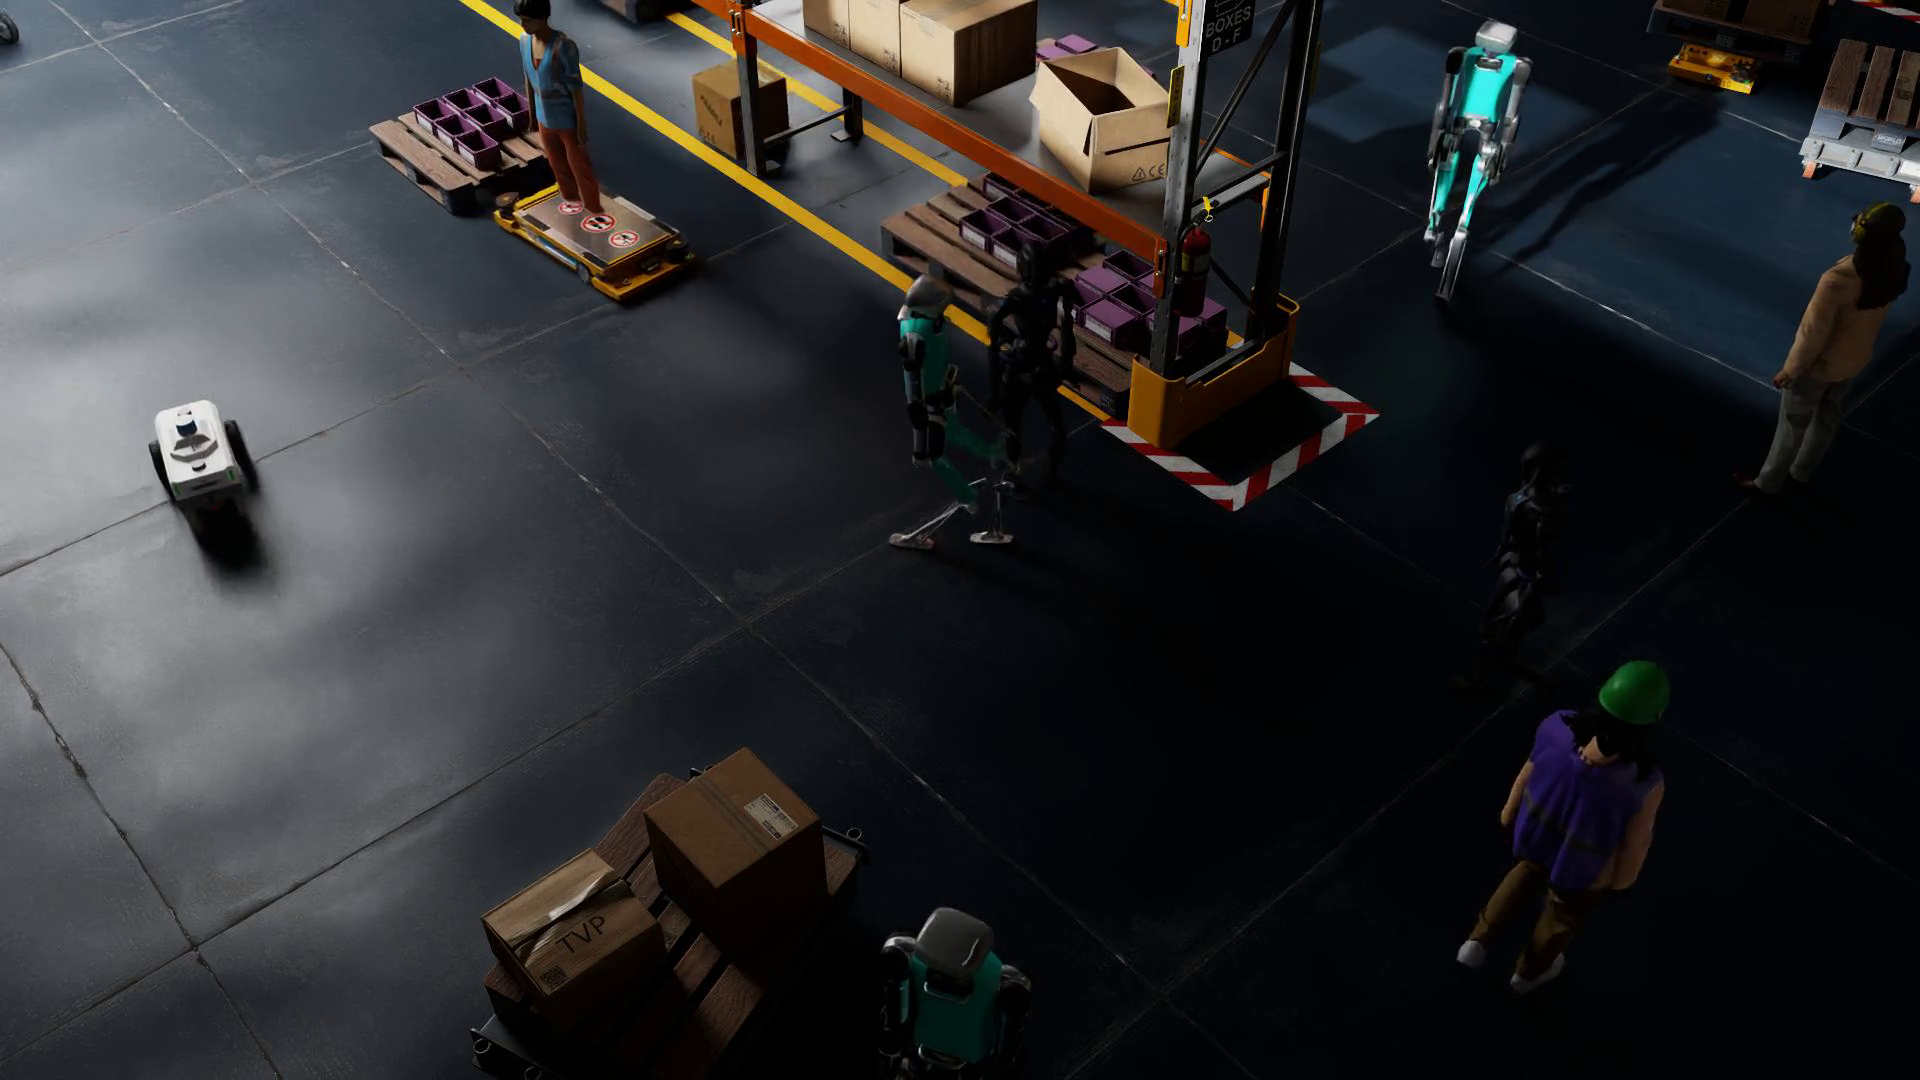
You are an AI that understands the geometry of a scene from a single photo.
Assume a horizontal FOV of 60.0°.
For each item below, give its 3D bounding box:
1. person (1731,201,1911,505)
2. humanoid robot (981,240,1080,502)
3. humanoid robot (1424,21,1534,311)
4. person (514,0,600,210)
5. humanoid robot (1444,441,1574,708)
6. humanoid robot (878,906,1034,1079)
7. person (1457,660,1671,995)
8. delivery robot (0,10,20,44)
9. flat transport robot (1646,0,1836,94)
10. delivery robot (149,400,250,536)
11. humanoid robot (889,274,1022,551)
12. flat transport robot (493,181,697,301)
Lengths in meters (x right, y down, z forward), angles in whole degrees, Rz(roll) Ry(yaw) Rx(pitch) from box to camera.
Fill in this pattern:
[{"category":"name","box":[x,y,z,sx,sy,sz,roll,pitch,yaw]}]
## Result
[{"category":"person","box":[4.683,-0.976,8.971,0.554,1.876,0.403,-15,45,-16]},{"category":"humanoid robot","box":[0.400,-0.872,9.004,0.609,1.648,0.446,-24,48,-24]},{"category":"humanoid robot","box":[3.169,-2.289,10.523,0.530,1.774,0.990,15,45,16]},{"category":"person","box":[-2.673,-2.796,11.038,0.505,1.758,0.343,23,47,23]},{"category":"humanoid robot","box":[2.730,0.177,7.865,0.538,1.633,0.608,3,43,3]},{"category":"humanoid robot","box":[-0.094,2.110,5.806,0.530,1.887,0.769,13,44,13]},{"category":"person","box":[2.419,1.197,6.581,0.467,1.912,0.541,-26,48,-25]},{"category":"delivery robot","box":[-8.139,-4.254,13.505,0.769,0.587,0.499,22,47,22]},{"category":"flat transport robot","box":[6.280,-4.062,13.513,0.659,0.231,1.431,24,48,23]},{"category":"delivery robot","box":[-4.290,-0.454,9.386,0.499,0.606,0.794,-19,46,-20]},{"category":"humanoid robot","box":[0.048,-0.571,8.647,0.883,1.780,0.555,9,43,10]},{"category":"flat transport robot","box":[-2.514,-2.105,11.384,1.431,0.231,0.659,33,52,31]}]
